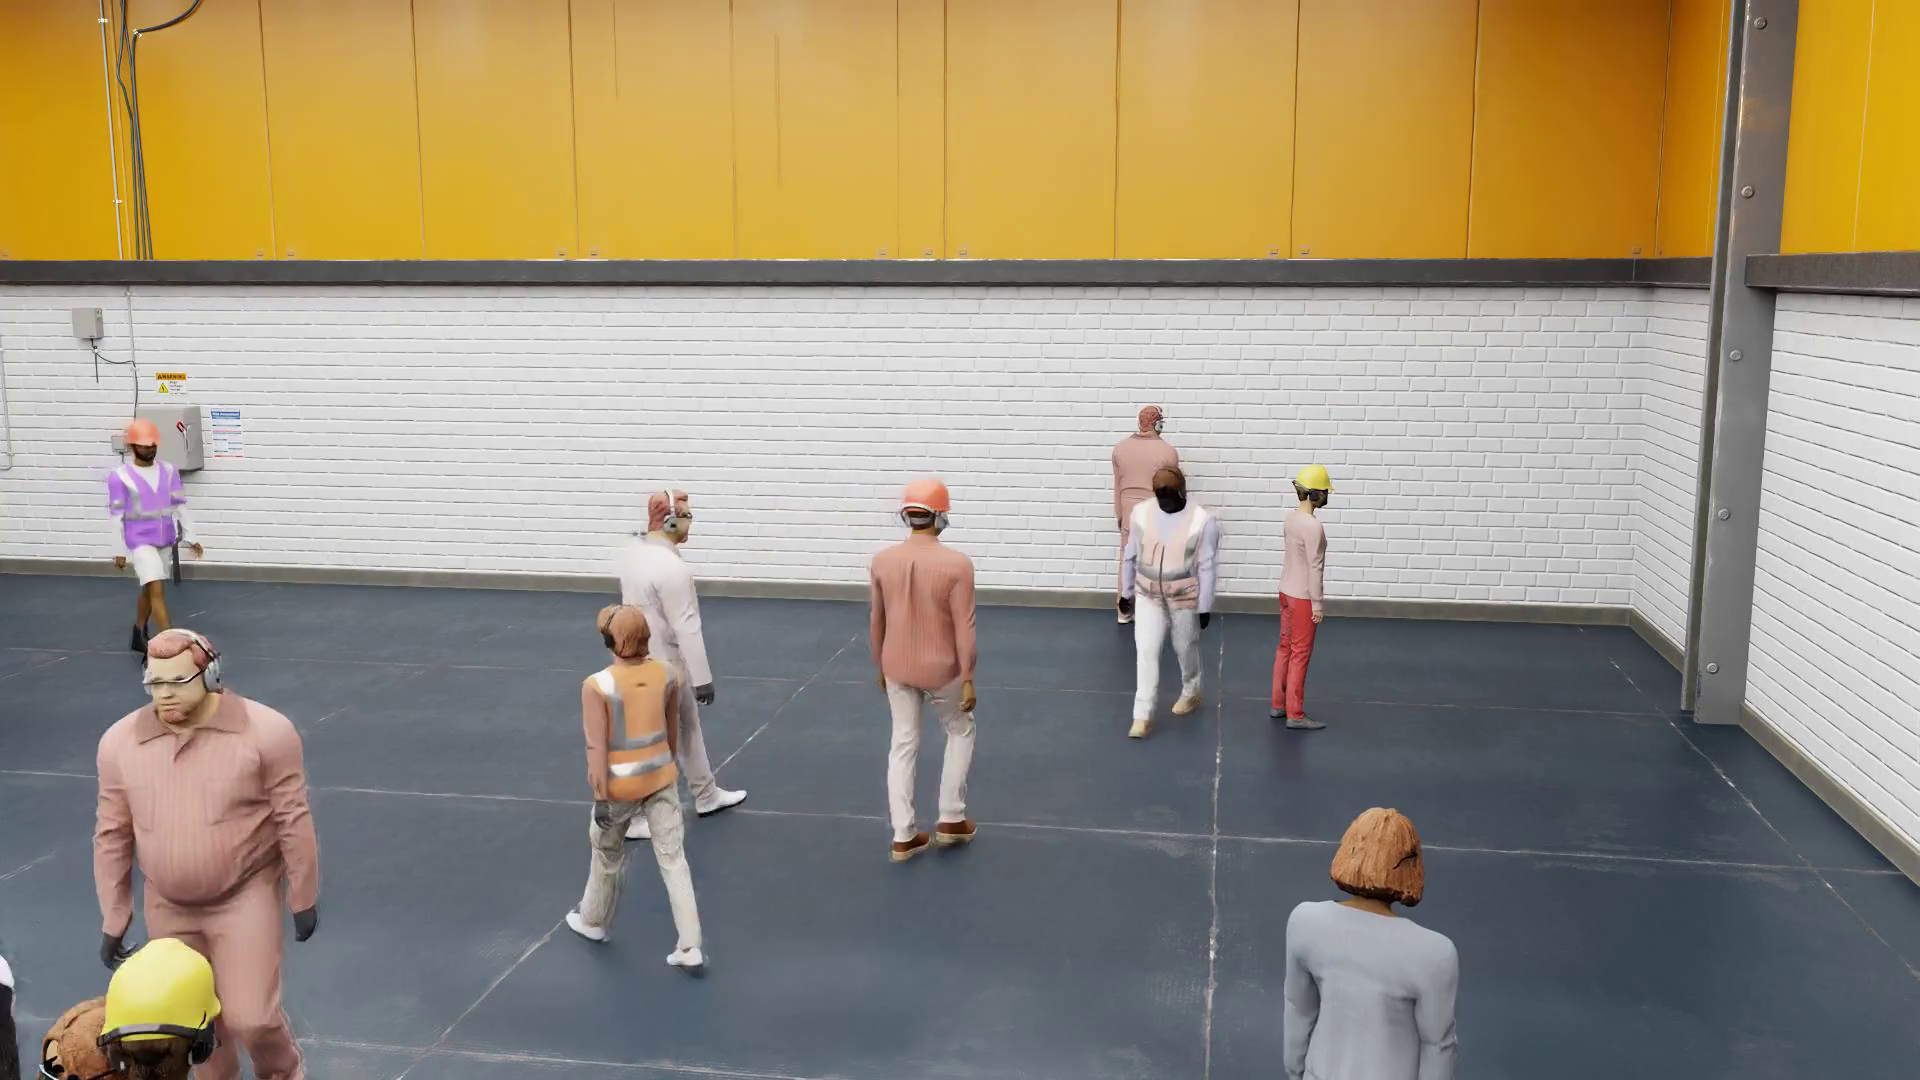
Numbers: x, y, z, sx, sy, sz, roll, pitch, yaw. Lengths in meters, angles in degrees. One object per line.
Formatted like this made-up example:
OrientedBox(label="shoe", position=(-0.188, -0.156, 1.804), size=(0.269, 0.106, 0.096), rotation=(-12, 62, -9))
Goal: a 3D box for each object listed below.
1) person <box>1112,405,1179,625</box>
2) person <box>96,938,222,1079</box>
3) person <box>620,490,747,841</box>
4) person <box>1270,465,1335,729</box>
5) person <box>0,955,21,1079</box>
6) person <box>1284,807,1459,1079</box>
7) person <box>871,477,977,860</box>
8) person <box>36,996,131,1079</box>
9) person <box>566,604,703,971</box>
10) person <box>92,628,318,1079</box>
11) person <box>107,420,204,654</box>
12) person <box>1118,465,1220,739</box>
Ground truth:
OrientedBox(label="person", position=(1.604, -0.196, 14.153), size=(0.639, 1.902, 0.402), rotation=(7, 11, 35))
OrientedBox(label="person", position=(-1.574, 1.643, 3.351), size=(0.547, 1.721, 0.895), rotation=(-2, 9, -12))
OrientedBox(label="person", position=(-1.469, 0.659, 8.927), size=(0.895, 1.868, 0.681), rotation=(-5, 10, -27))
OrientedBox(label="person", position=(2.301, 0.374, 11.072), size=(0.349, 1.758, 0.522), rotation=(-2, 9, -10))
OrientedBox(label="person", position=(-2.348, 1.484, 3.877), size=(0.572, 1.876, 0.843), rotation=(5, 10, 27))
OrientedBox(label="person", position=(1.082, 1.518, 4.455), size=(0.492, 1.618, 0.309), rotation=(9, 13, 43))
OrientedBox(label="person", position=(-0.155, 0.653, 8.673), size=(0.649, 1.967, 0.699), rotation=(5, 10, 26))
OrientedBox(label="person", position=(-1.602, 1.683, 3.517), size=(0.800, 1.603, 0.508), rotation=(-8, 12, -42))
OrientedBox(label="person", position=(-1.424, 1.068, 7.302), size=(0.535, 1.588, 0.873), rotation=(-9, 13, -44))
OrientedBox(label="person", position=(-2.497, 1.209, 5.524), size=(0.669, 1.889, 0.441), rotation=(0, 9, -1))
OrientedBox(label="person", position=(-6.263, 0.005, 12.948), size=(0.982, 1.885, 0.568), rotation=(5, 11, 30))
OrientedBox(label="person", position=(1.386, 0.367, 11.074), size=(0.684, 1.775, 0.989), rotation=(4, 10, 22))
